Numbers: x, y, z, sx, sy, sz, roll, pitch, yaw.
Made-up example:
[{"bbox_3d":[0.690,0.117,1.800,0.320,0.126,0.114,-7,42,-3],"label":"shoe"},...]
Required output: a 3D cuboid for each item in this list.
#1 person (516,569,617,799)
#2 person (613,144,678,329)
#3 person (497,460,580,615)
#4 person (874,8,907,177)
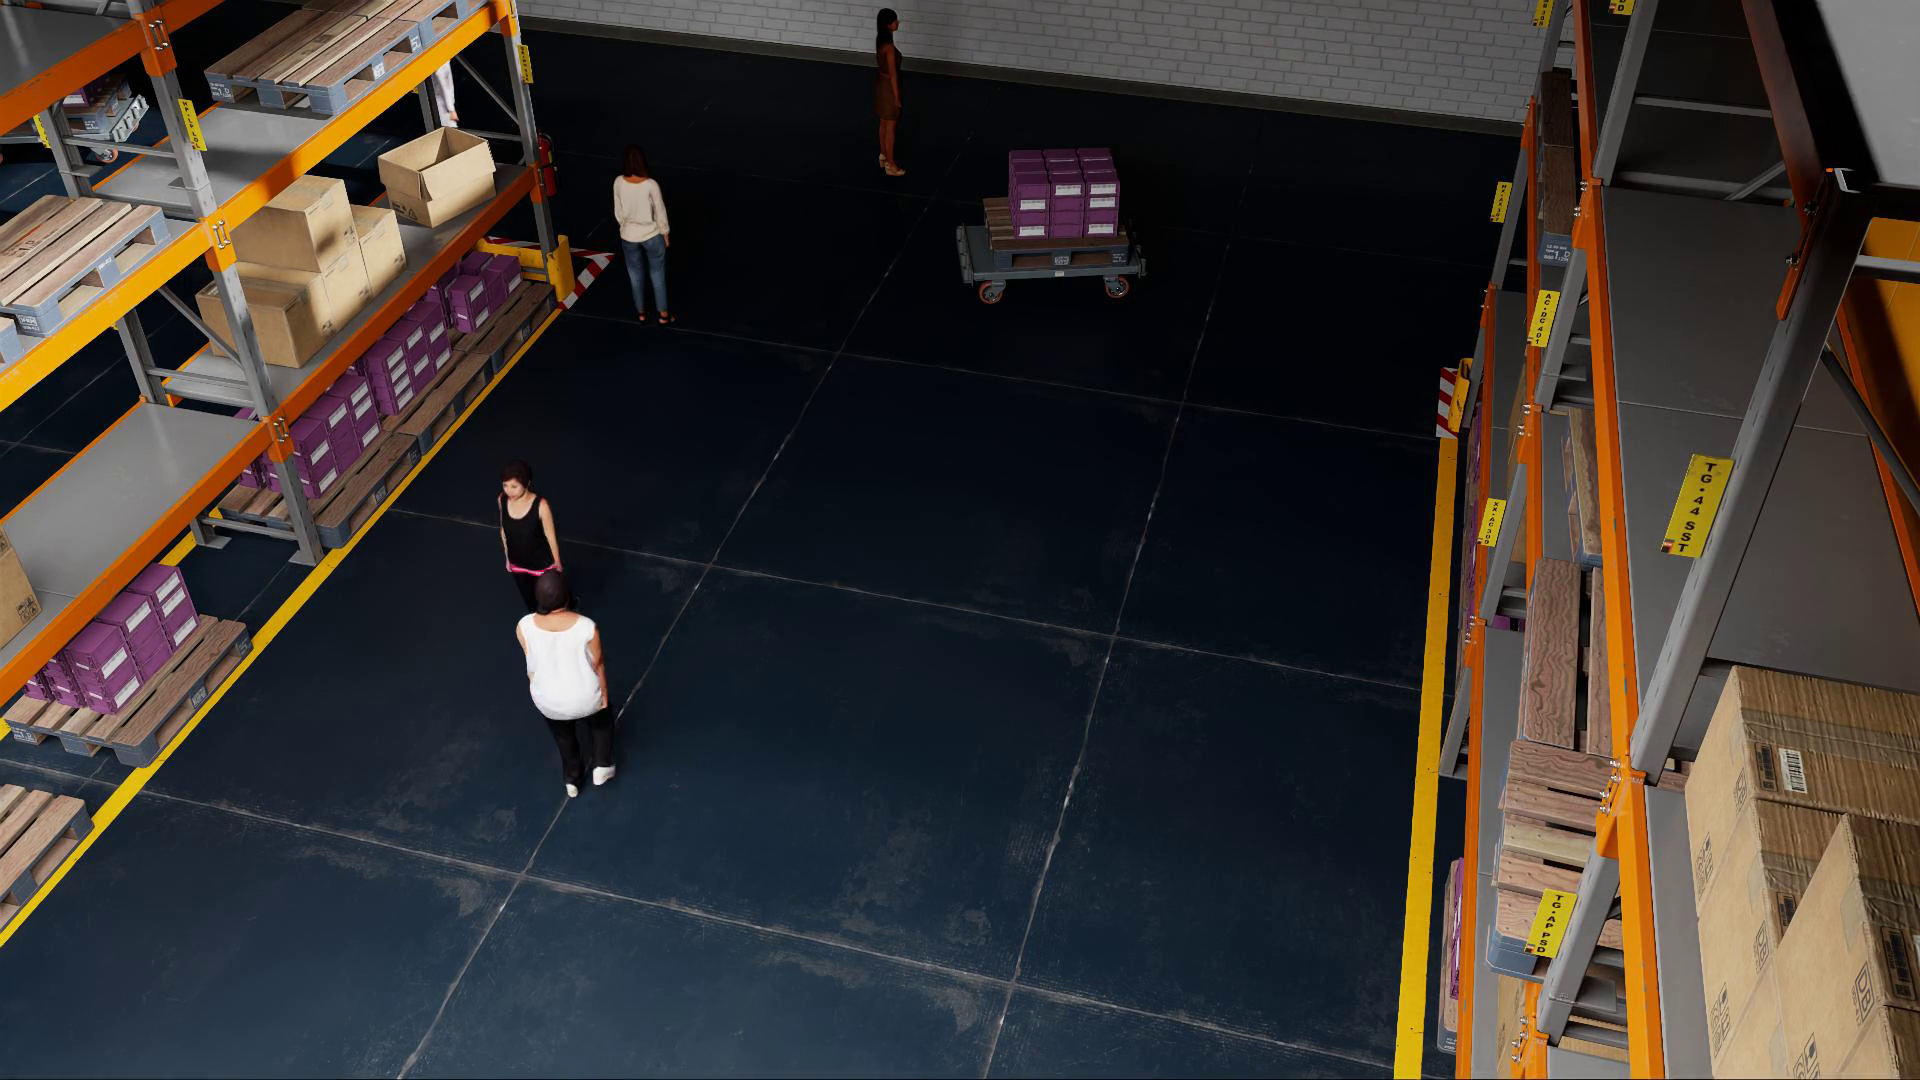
[{"bbox_3d":[-2.341,0.907,9.896,0.719,1.674,0.700,0,39,0],"label":"person"},{"bbox_3d":[-2.725,-2.606,14.289,0.616,1.682,0.525,9,39,11],"label":"person"},{"bbox_3d":[-2.802,0.067,11.055,0.579,1.541,0.720,13,41,16],"label":"person"},{"bbox_3d":[-0.712,-4.484,16.633,0.698,1.690,0.599,-10,40,-13],"label":"person"}]
